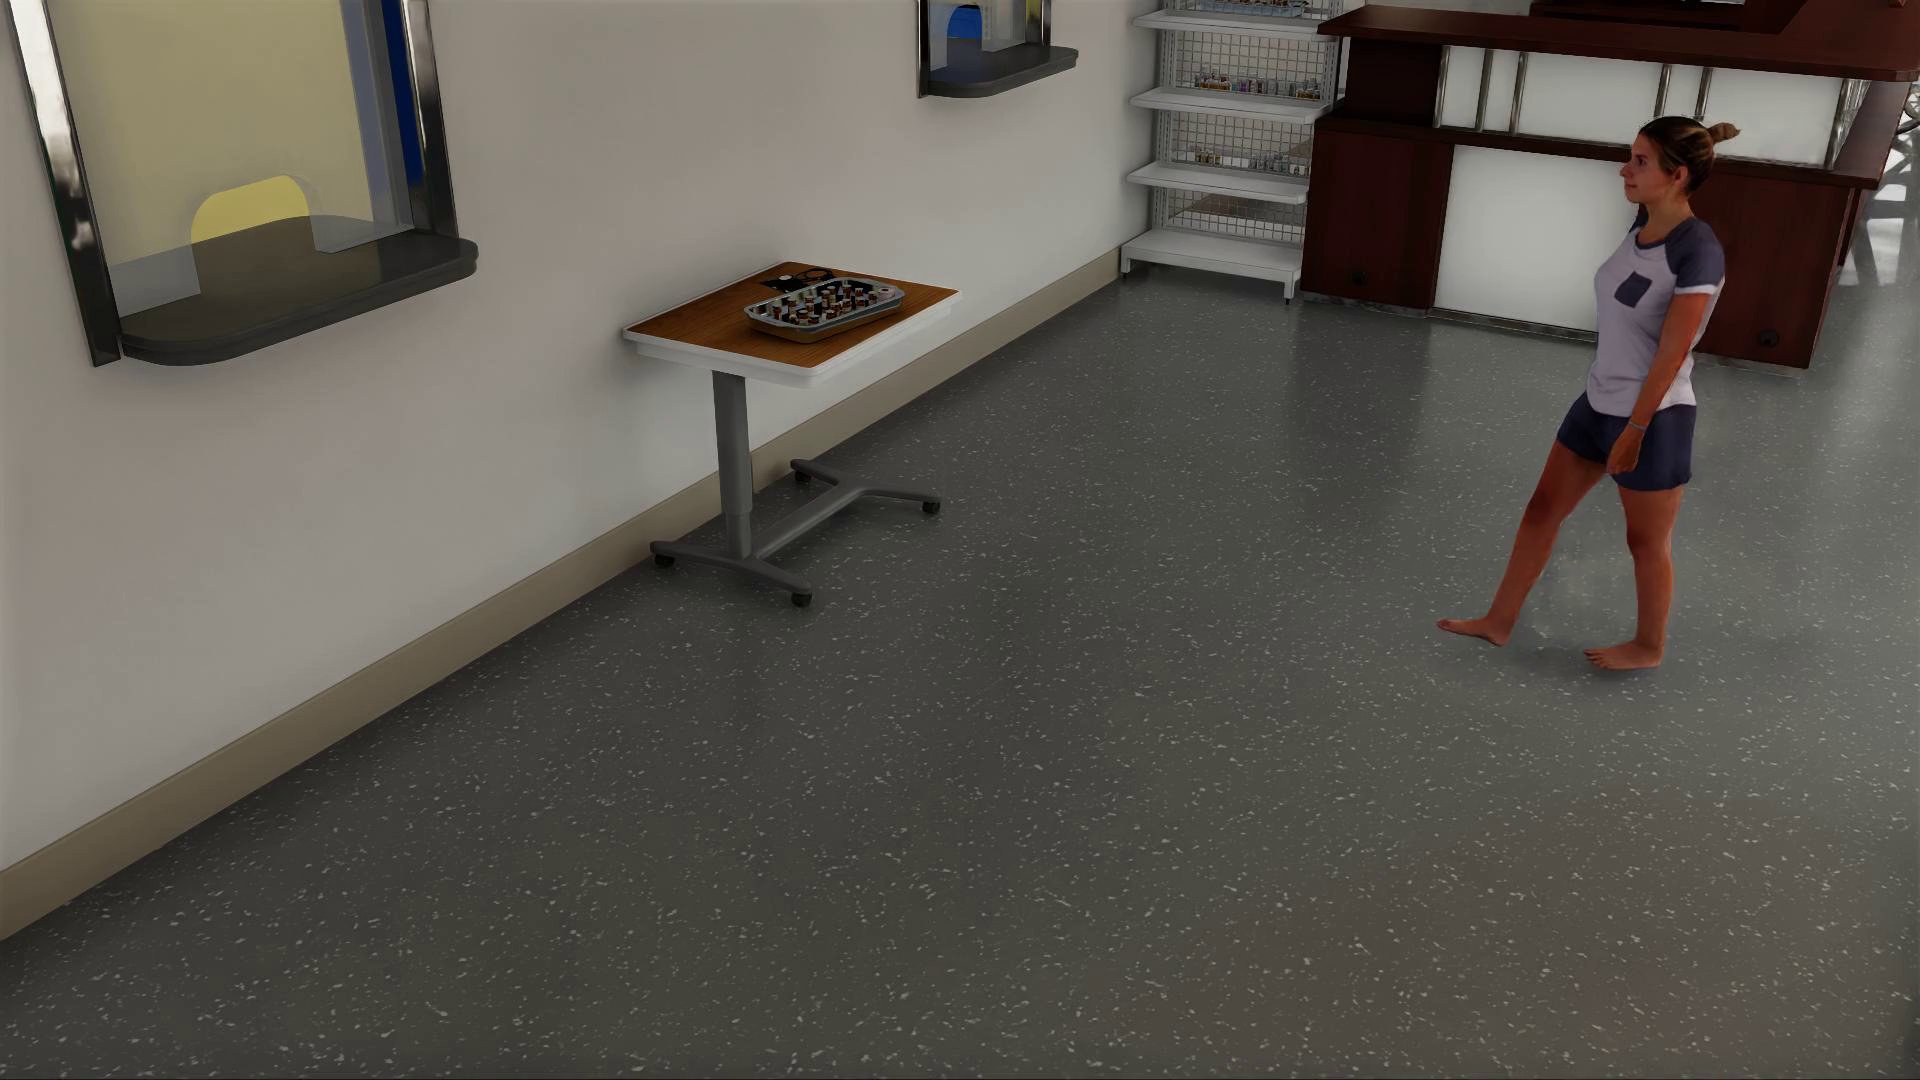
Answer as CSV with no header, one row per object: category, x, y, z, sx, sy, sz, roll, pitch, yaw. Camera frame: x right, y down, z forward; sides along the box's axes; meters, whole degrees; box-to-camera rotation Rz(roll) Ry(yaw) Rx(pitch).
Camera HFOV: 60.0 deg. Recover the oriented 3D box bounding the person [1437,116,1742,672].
person,1.933,-0.341,4.585,0.973,1.598,0.860,-2,26,-5
